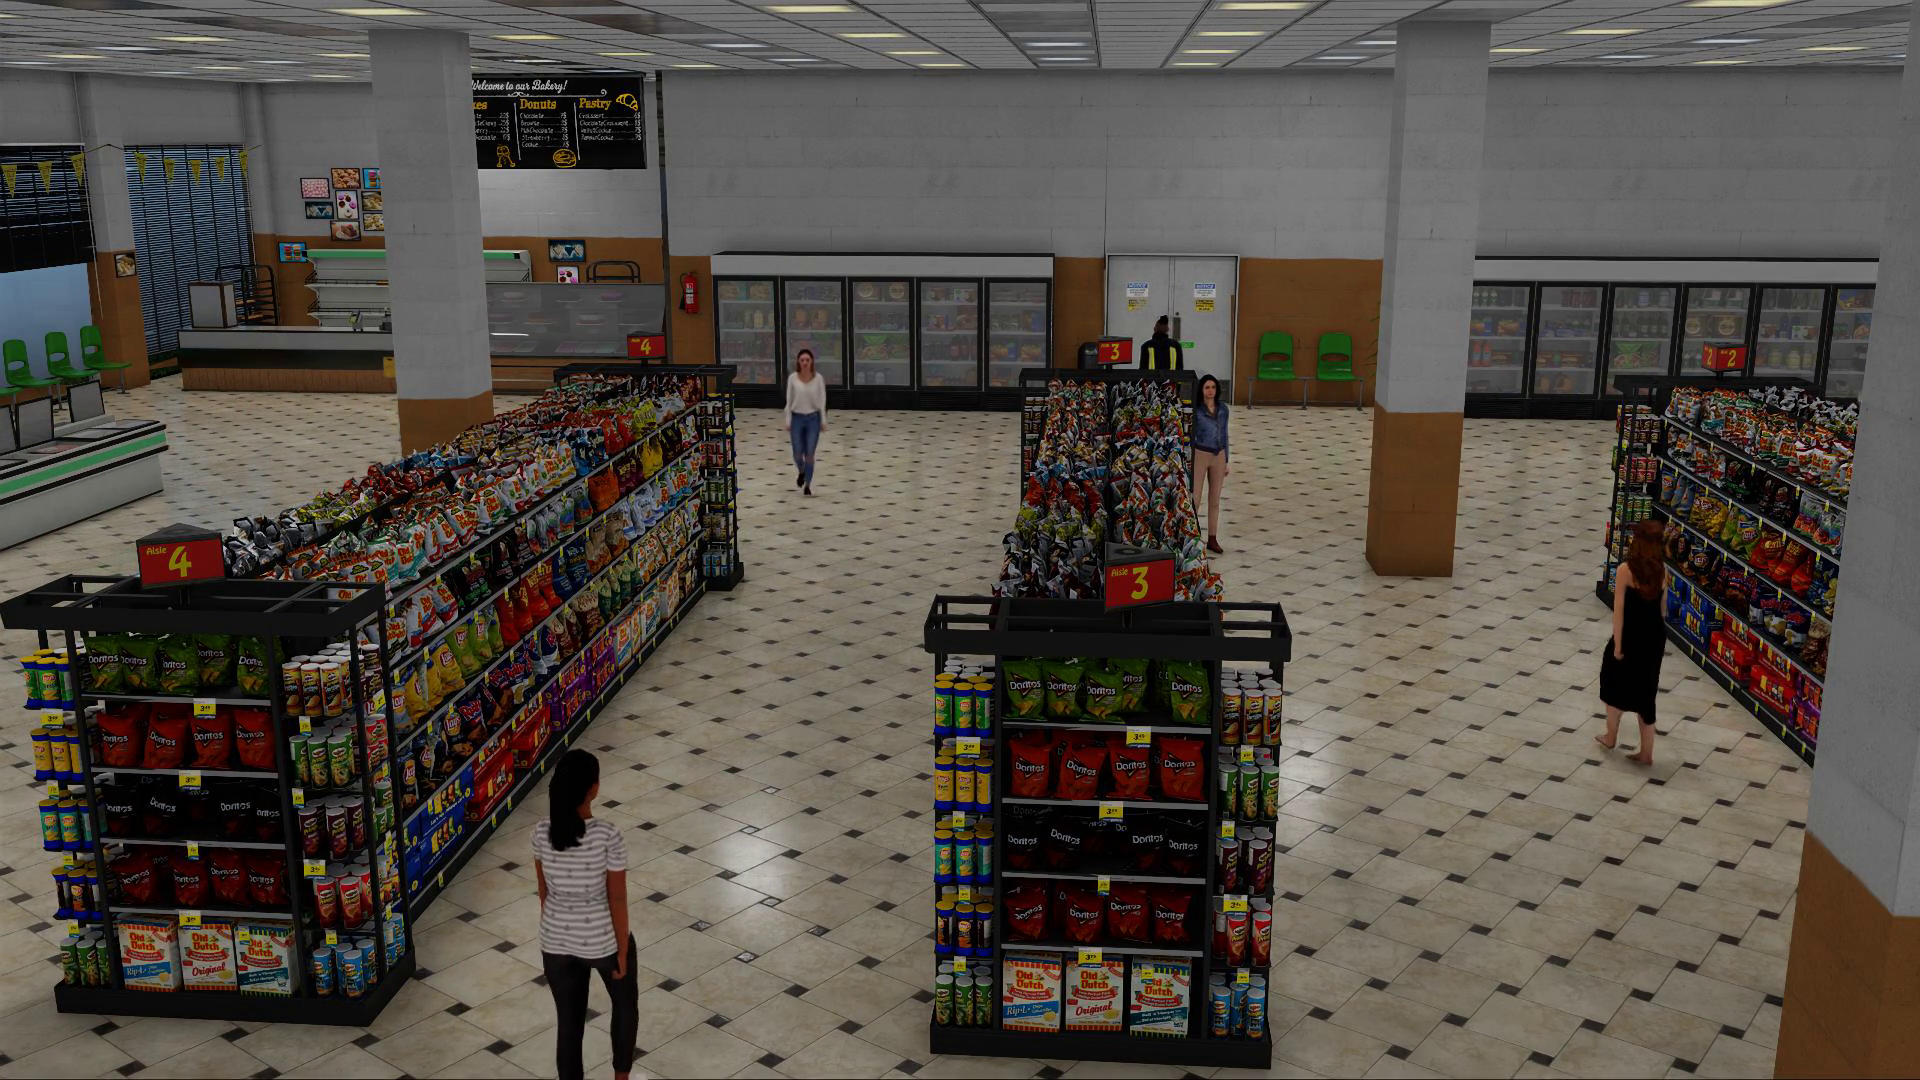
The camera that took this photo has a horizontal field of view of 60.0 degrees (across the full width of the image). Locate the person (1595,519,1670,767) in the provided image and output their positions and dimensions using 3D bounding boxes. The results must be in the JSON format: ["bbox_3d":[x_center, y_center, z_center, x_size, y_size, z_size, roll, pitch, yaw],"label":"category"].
[{"bbox_3d":[4.438,0.691,10.816,0.664,1.593,0.824,-3,14,-14],"label":"person"}]

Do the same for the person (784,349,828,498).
[{"bbox_3d":[-1.770,-1.342,19.009,0.704,1.682,0.771,-2,14,-6],"label":"person"}]

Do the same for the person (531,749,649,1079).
[{"bbox_3d":[-1.552,1.669,6.711,0.556,1.628,0.647,1,14,6],"label":"person"}]

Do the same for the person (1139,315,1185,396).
[{"bbox_3d":[2.536,-1.929,21.054,0.820,1.859,0.785,-2,14,-10],"label":"person"}]

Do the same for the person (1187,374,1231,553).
[{"bbox_3d":[2.431,-0.753,16.385,0.663,1.775,0.655,-3,14,-10],"label":"person"}]
